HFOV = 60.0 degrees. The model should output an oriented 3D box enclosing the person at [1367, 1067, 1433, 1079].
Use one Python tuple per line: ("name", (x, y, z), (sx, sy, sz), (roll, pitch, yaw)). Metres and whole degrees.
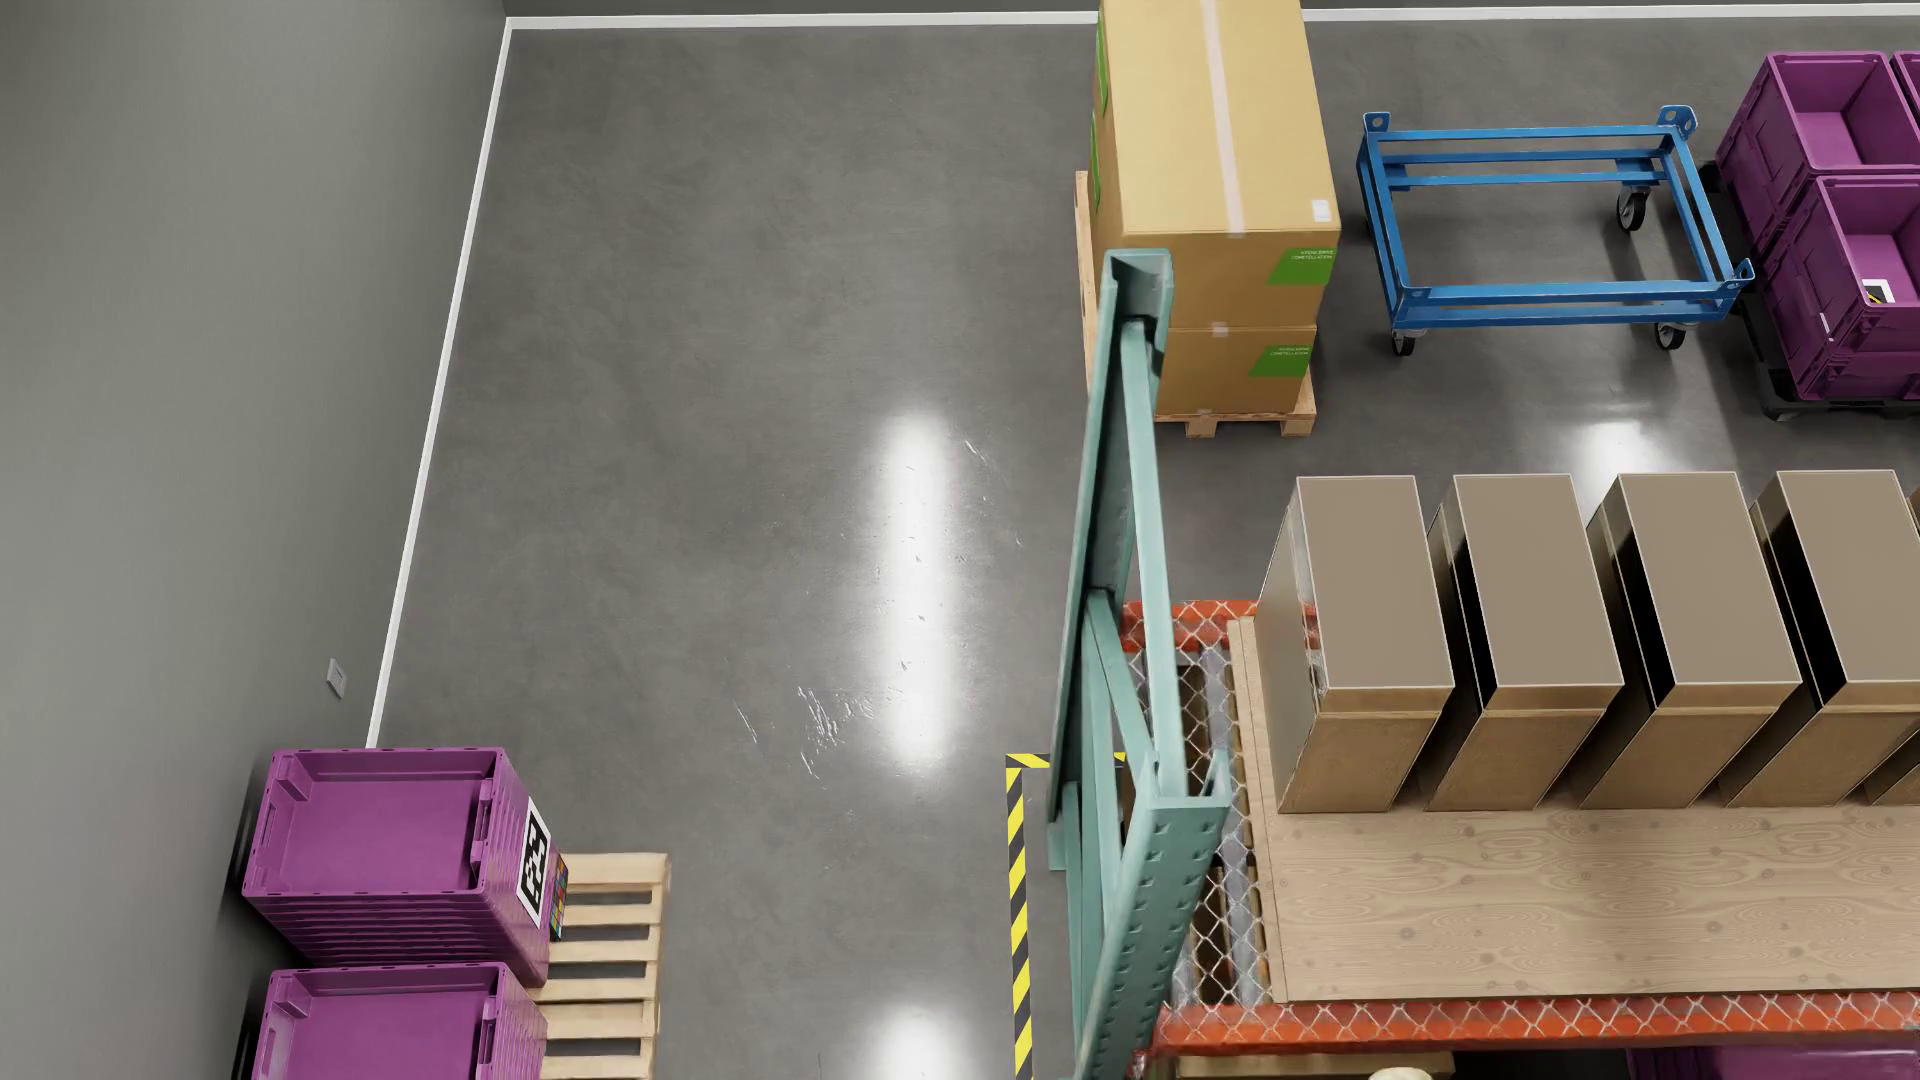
("person", (0.914, 1.595, 3.720), (0.517, 1.820, 0.611), (-2, 58, -1))
